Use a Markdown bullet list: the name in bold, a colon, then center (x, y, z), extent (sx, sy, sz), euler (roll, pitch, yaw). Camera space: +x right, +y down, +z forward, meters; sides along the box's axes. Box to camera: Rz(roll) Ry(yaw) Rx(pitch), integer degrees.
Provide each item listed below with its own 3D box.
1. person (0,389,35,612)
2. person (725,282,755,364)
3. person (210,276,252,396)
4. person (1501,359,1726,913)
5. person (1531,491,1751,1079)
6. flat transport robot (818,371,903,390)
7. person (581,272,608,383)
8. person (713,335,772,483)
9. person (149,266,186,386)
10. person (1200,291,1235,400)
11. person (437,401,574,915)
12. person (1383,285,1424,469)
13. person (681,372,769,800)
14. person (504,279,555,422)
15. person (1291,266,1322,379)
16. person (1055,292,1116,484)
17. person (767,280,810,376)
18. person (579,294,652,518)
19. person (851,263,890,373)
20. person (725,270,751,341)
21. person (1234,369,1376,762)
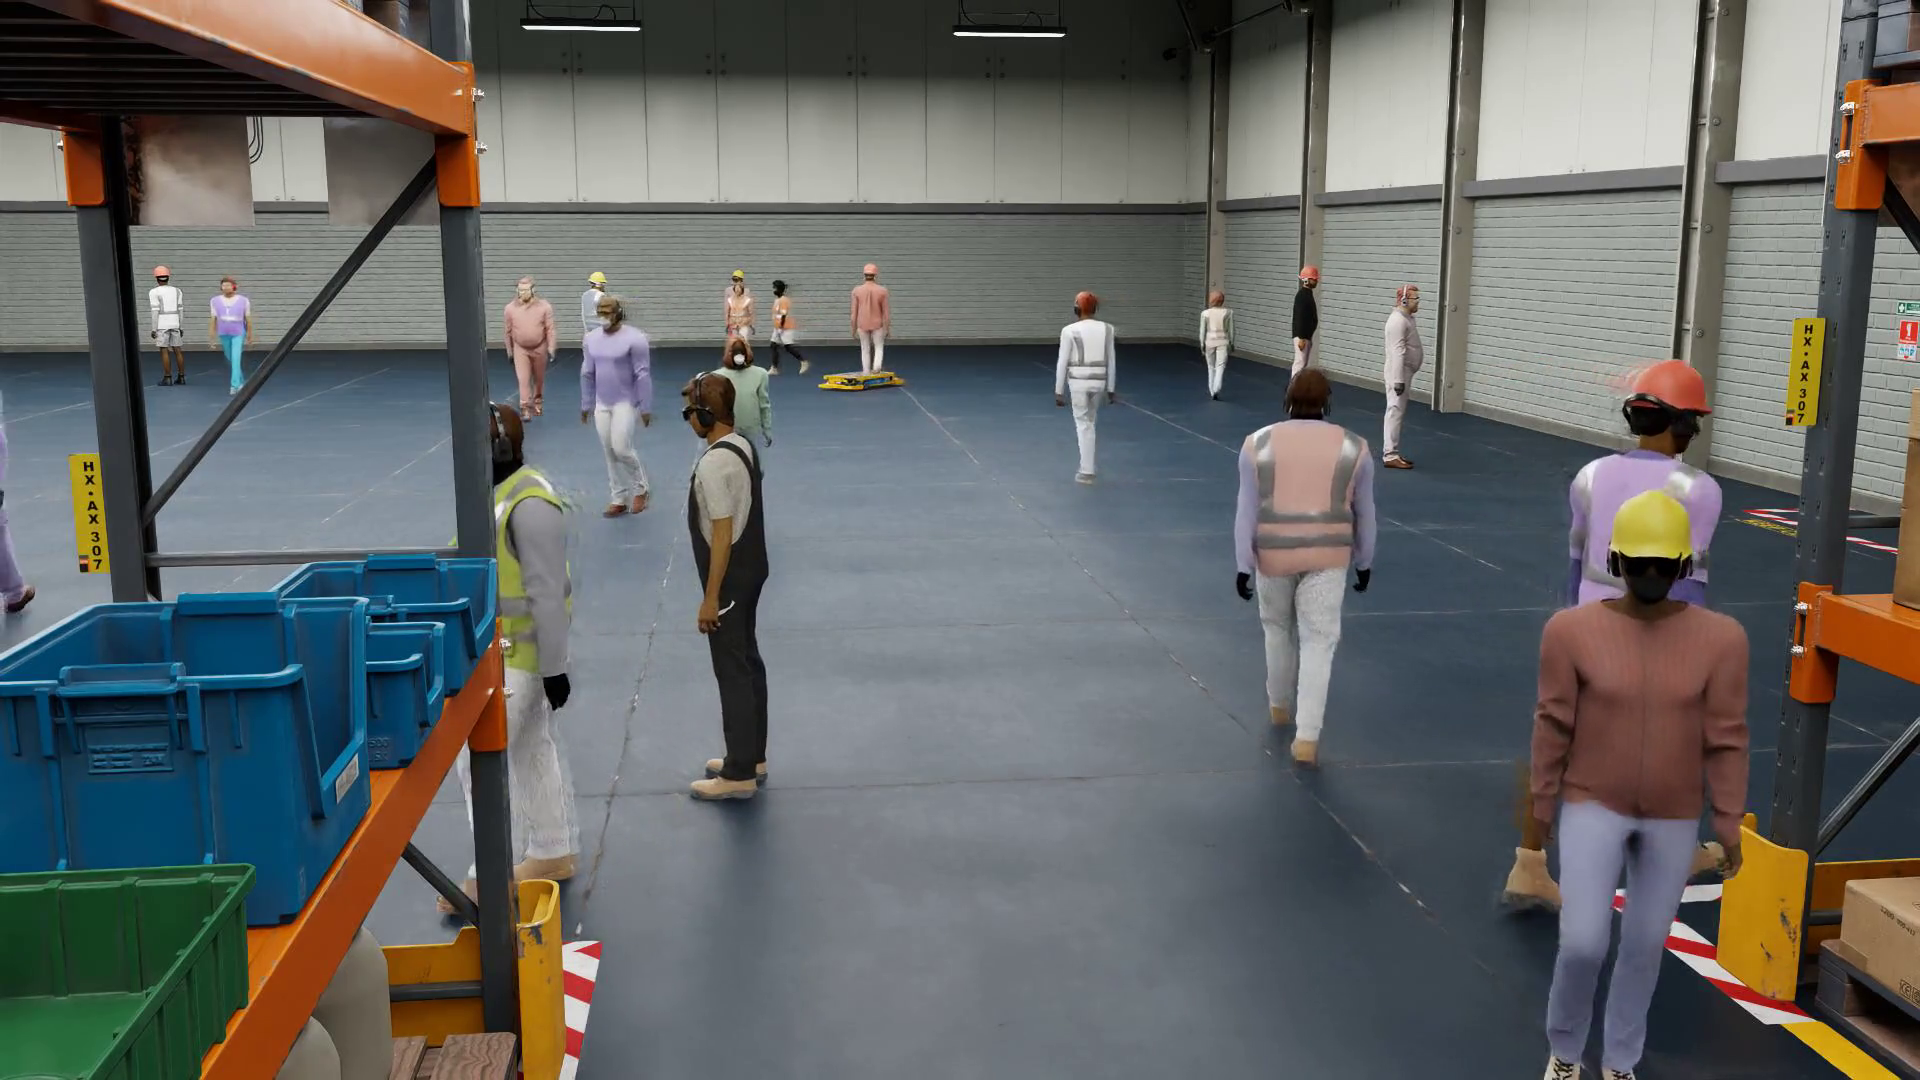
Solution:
- **person**: center (-6.173, -0.389, 10.299), extent (0.650, 1.862, 0.977), euler (-2, 11, -12)
- **person**: center (-3.943, -3.849, 29.991), extent (0.544, 1.612, 0.770), euler (2, 11, 12)
- **person**: center (-11.176, -3.144, 25.559), extent (0.579, 1.819, 0.913), euler (-1, 10, -6)
- **person**: center (2.383, 0.348, 5.956), extent (1.105, 1.979, 0.614), euler (-6, 12, -31)
- **person**: center (1.809, 0.735, 4.448), extent (0.527, 1.752, 0.464), euler (2, 10, 9)
- **flat transport robot**: center (-1.577, -2.553, 26.525), extent (0.652, 0.197, 1.431), euler (6, 12, 31)
- **person**: center (-5.951, -3.484, 27.353), extent (0.592, 1.828, 0.404), euler (8, 13, 39)
- **person**: center (-1.783, -0.862, 13.553), extent (0.519, 1.617, 0.345), euler (-3, 11, -18)
- **person**: center (-12.851, -3.457, 26.924), extent (0.365, 1.929, 0.553), euler (6, 12, 31)
- **person**: center (3.819, -2.893, 24.733), extent (0.508, 1.604, 0.814), euler (3, 11, 17)
- **person**: center (-1.715, 0.419, 5.971), extent (0.683, 1.821, 0.661), euler (-6, 12, -31)
- **person**: center (4.631, -1.706, 17.391), extent (0.399, 1.909, 0.642), euler (3, 11, 16)
- **person**: center (-1.006, 0.200, 7.141), extent (0.350, 1.836, 0.505), euler (2, 10, 9)
- **person**: center (-5.685, -2.520, 22.005), extent (0.640, 1.863, 0.988), euler (-3, 11, -14)
- **person**: center (4.933, -2.908, 23.740), extent (0.393, 1.995, 0.612), euler (4, 11, 21)
- **person**: center (1.184, -1.500, 16.365), extent (0.605, 1.865, 0.645), euler (-5, 11, -26)
- **person**: center (-3.022, -3.687, 28.900), extent (0.738, 1.668, 0.534), euler (-5, 12, -26)
- **person**: center (-2.953, -1.134, 14.224), extent (0.643, 1.925, 0.432), euler (5, 12, 27)
- **person**: center (-1.445, -3.467, 26.844), extent (0.631, 1.977, 0.473), euler (0, 10, -1)
- **person**: center (-4.269, -4.318, 32.099), extent (0.533, 1.767, 0.312), euler (1, 10, 6)
- **person**: center (1.627, 0.092, 7.849), extent (0.646, 1.791, 0.960), euler (2, 11, 12)
